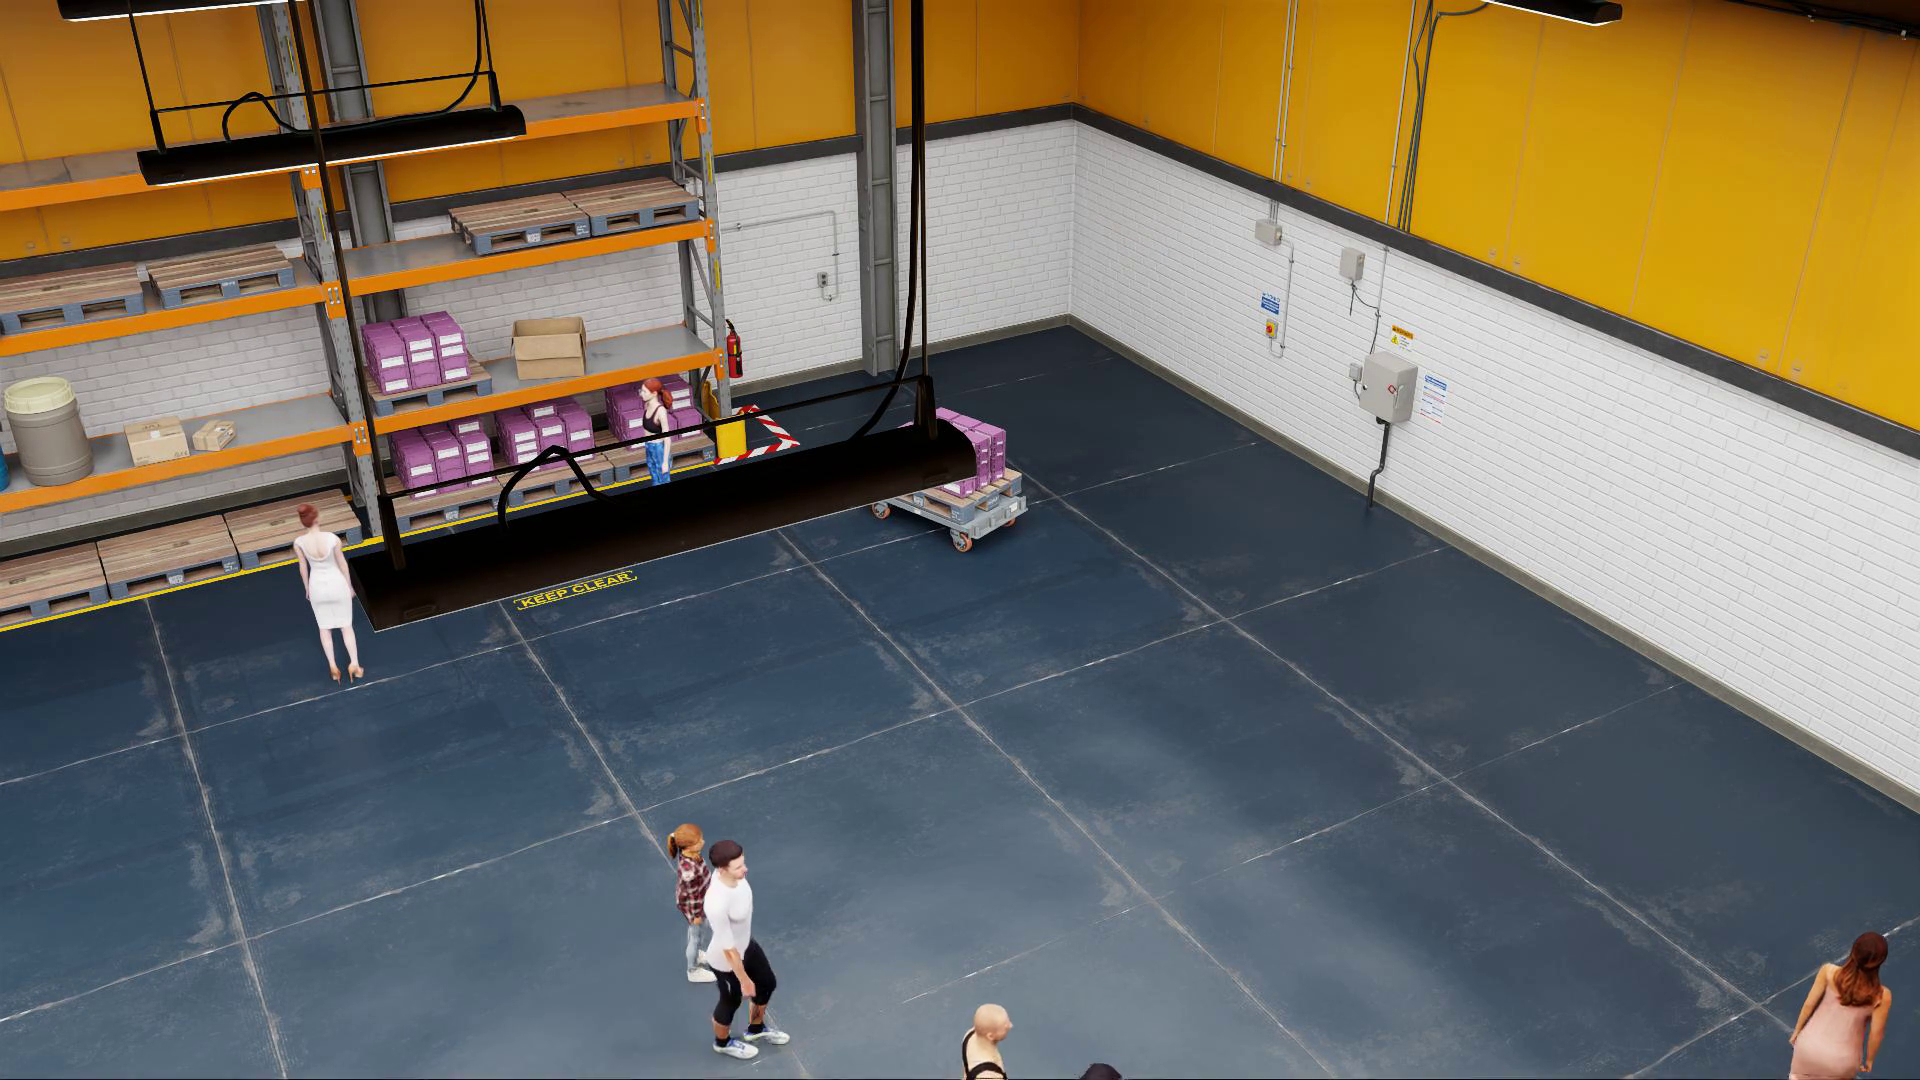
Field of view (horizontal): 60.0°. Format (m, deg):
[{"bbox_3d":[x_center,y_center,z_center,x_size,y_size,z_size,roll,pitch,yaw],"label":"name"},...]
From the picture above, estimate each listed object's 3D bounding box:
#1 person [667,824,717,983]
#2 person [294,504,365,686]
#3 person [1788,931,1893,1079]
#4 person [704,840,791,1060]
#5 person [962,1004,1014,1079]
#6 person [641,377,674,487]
[{"bbox_3d":[-1.858,2.497,11.551,0.603,1.305,0.587,-5,29,-8],"label":"person"},{"bbox_3d":[-5.610,0.471,14.757,0.564,1.793,0.699,-3,29,-6],"label":"person"},{"bbox_3d":[5.158,3.093,9.924,0.716,1.818,0.796,23,36,35],"label":"person"},{"bbox_3d":[-1.556,2.652,10.713,0.927,1.836,0.873,4,29,7],"label":"person"},{"bbox_3d":[0.026,3.365,9.454,1.156,1.789,0.877,-6,29,-10],"label":"person"},{"bbox_3d":[-3.119,-0.845,17.177,0.602,1.785,0.593,-19,34,-31],"label":"person"}]
